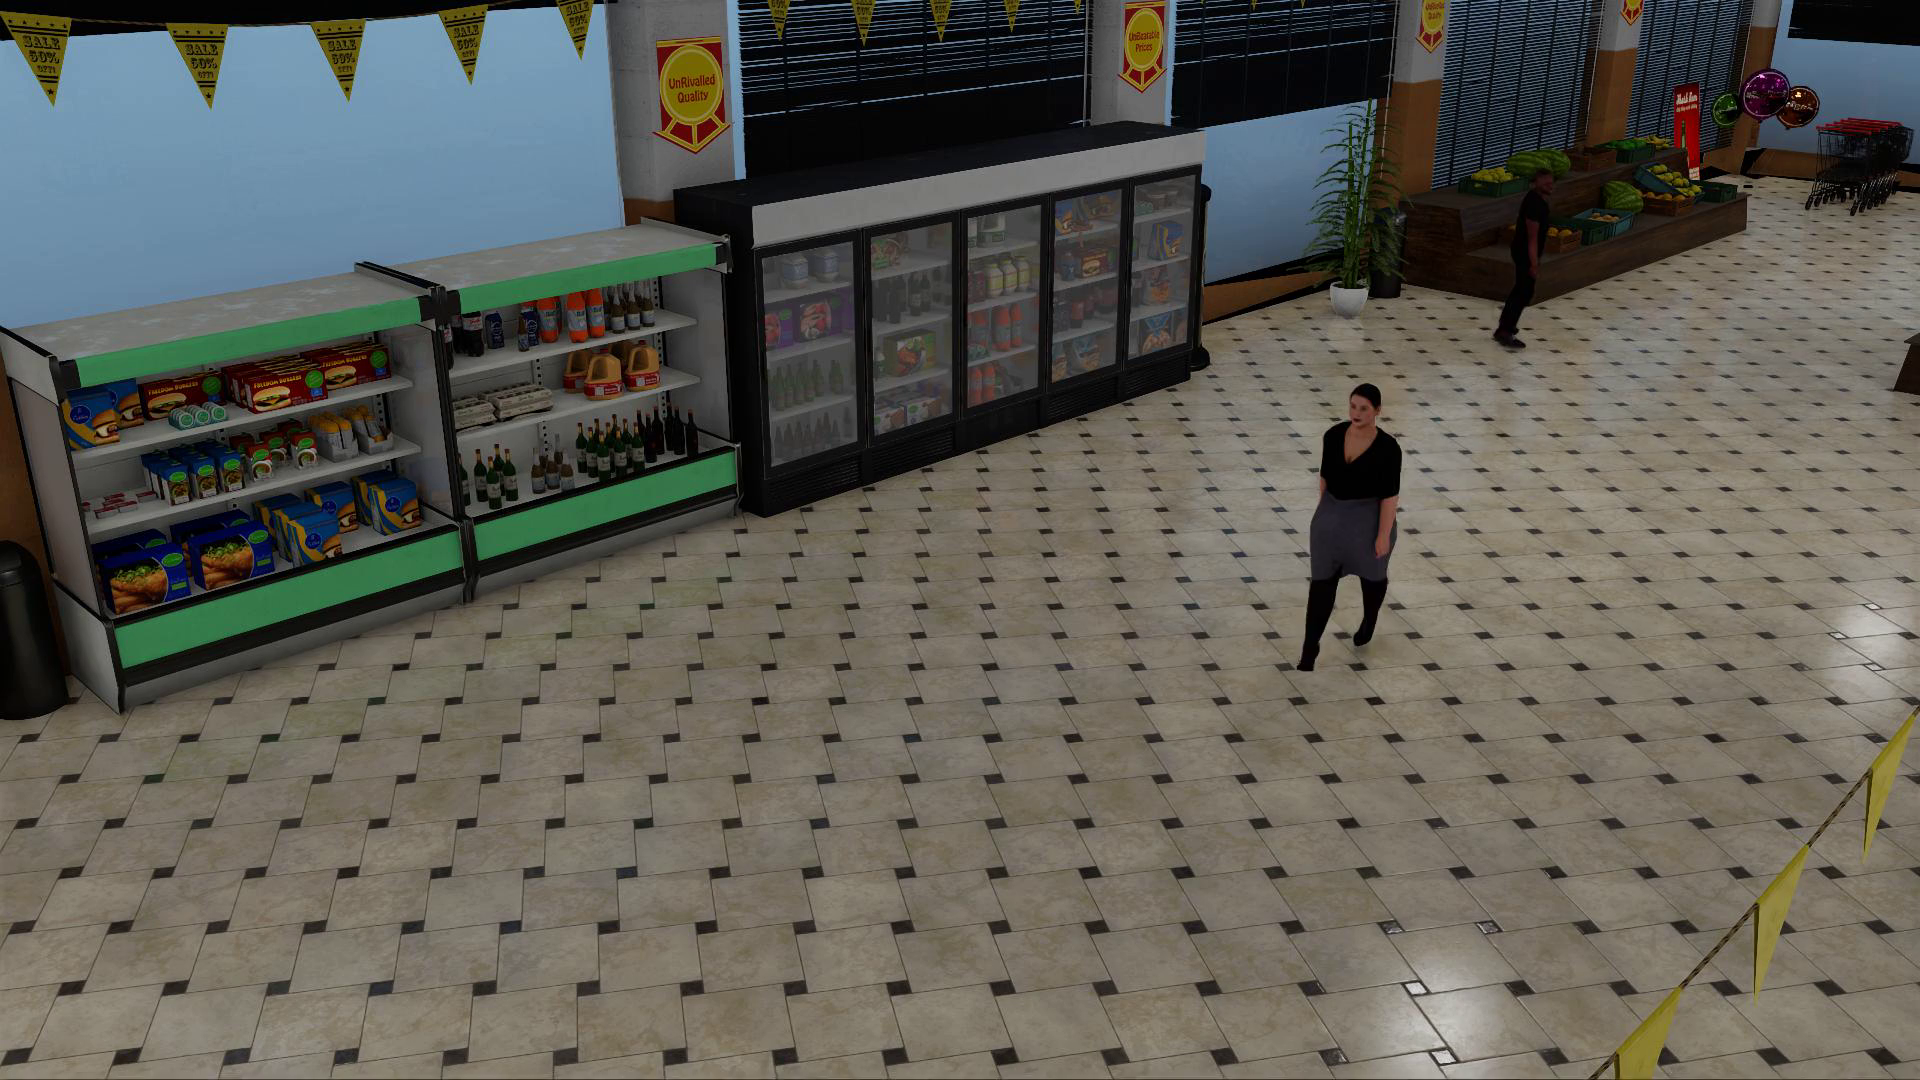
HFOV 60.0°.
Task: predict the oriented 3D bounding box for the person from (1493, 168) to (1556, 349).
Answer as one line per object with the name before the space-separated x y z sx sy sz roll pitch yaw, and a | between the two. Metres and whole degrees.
person | 5.542 -2.782 16.405 0.988 1.783 0.796 2 22 6

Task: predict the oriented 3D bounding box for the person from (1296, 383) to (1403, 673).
person | 2.362 -0.078 9.783 0.777 1.702 1.142 15 27 34
